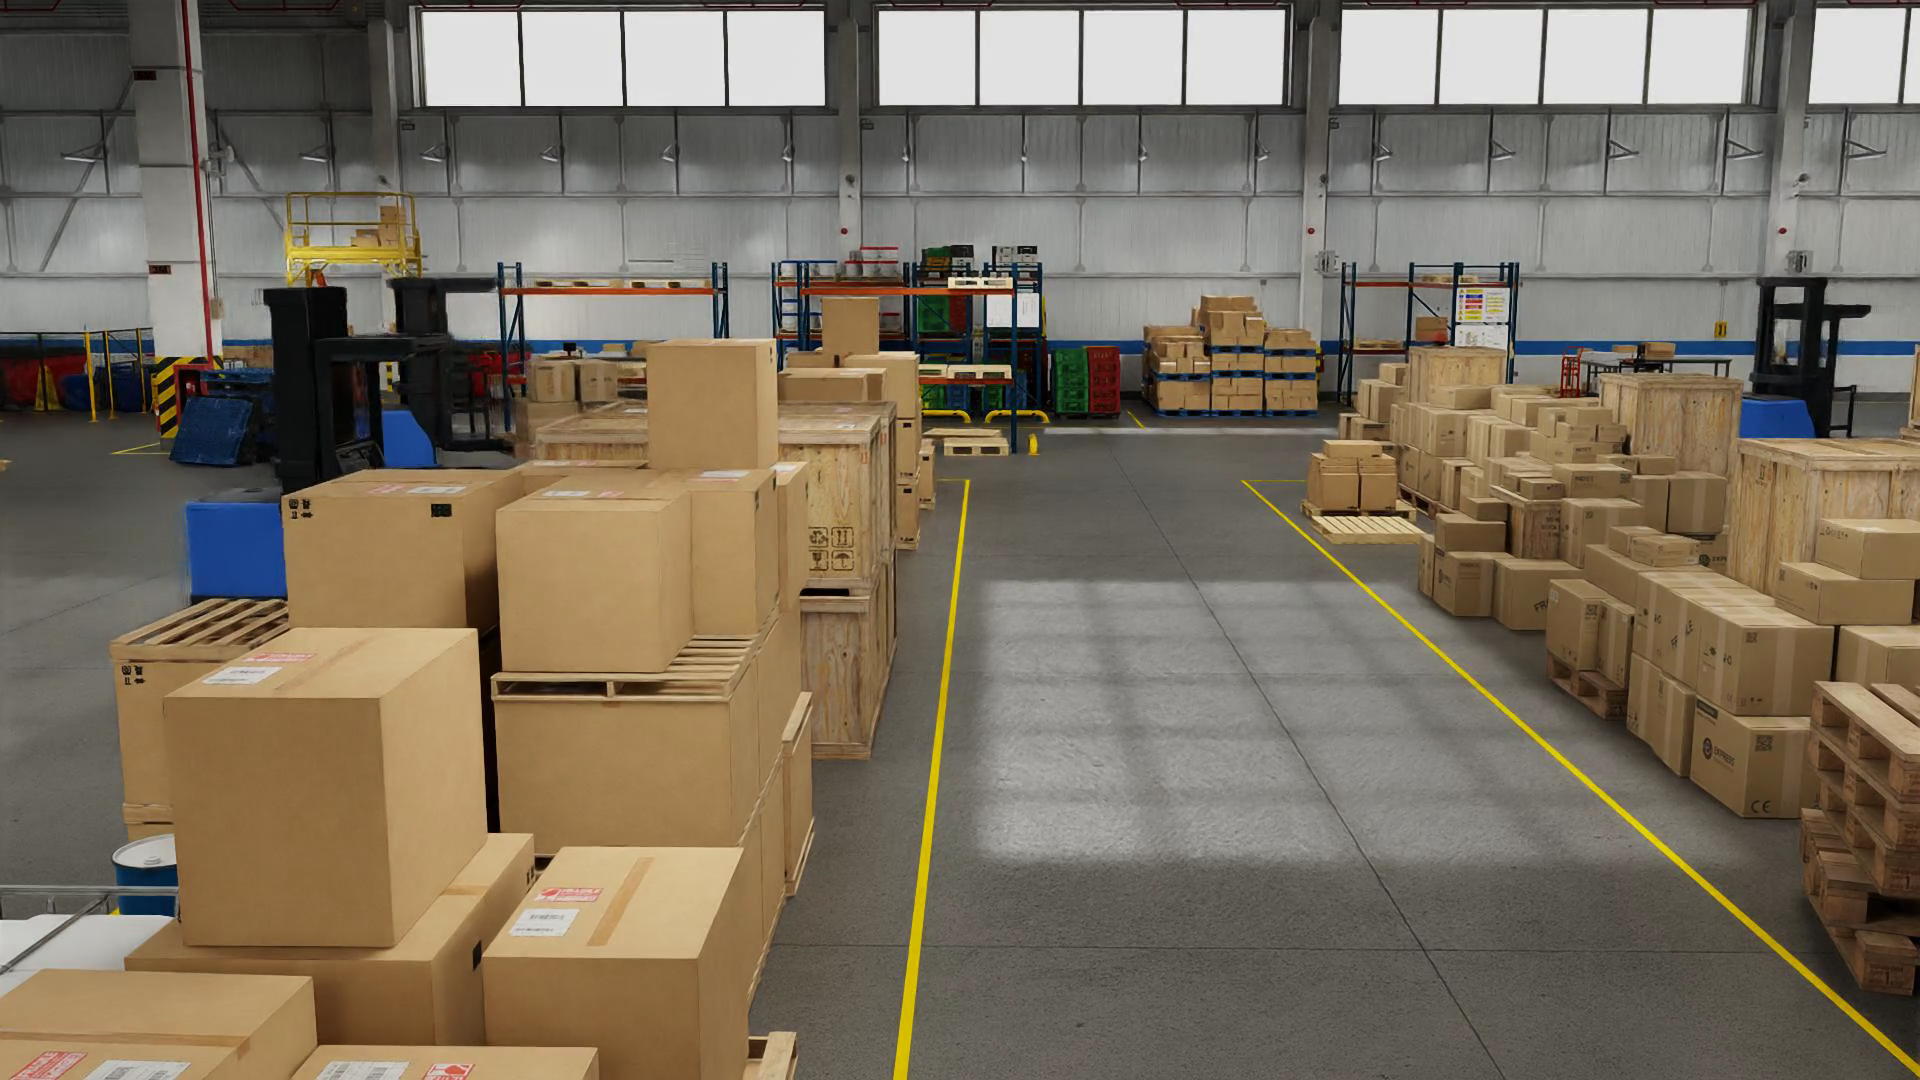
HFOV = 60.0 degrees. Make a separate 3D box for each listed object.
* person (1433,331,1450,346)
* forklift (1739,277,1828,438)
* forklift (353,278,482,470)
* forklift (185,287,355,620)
[{"bbox_3d":[7.887,-2.447,27.206,0.815,1.907,0.555,-6,11,-32],"label":"person"},{"bbox_3d":[11.903,-2.405,24.039,1.873,2.768,1.129,-4,10,-24],"label":"forklift"},{"bbox_3d":[-7.375,-2.139,22.445,1.873,2.768,1.129,-5,11,-27],"label":"forklift"},{"bbox_3d":[-5.388,-0.713,13.907,1.873,2.768,1.129,0,9,1],"label":"forklift"}]
